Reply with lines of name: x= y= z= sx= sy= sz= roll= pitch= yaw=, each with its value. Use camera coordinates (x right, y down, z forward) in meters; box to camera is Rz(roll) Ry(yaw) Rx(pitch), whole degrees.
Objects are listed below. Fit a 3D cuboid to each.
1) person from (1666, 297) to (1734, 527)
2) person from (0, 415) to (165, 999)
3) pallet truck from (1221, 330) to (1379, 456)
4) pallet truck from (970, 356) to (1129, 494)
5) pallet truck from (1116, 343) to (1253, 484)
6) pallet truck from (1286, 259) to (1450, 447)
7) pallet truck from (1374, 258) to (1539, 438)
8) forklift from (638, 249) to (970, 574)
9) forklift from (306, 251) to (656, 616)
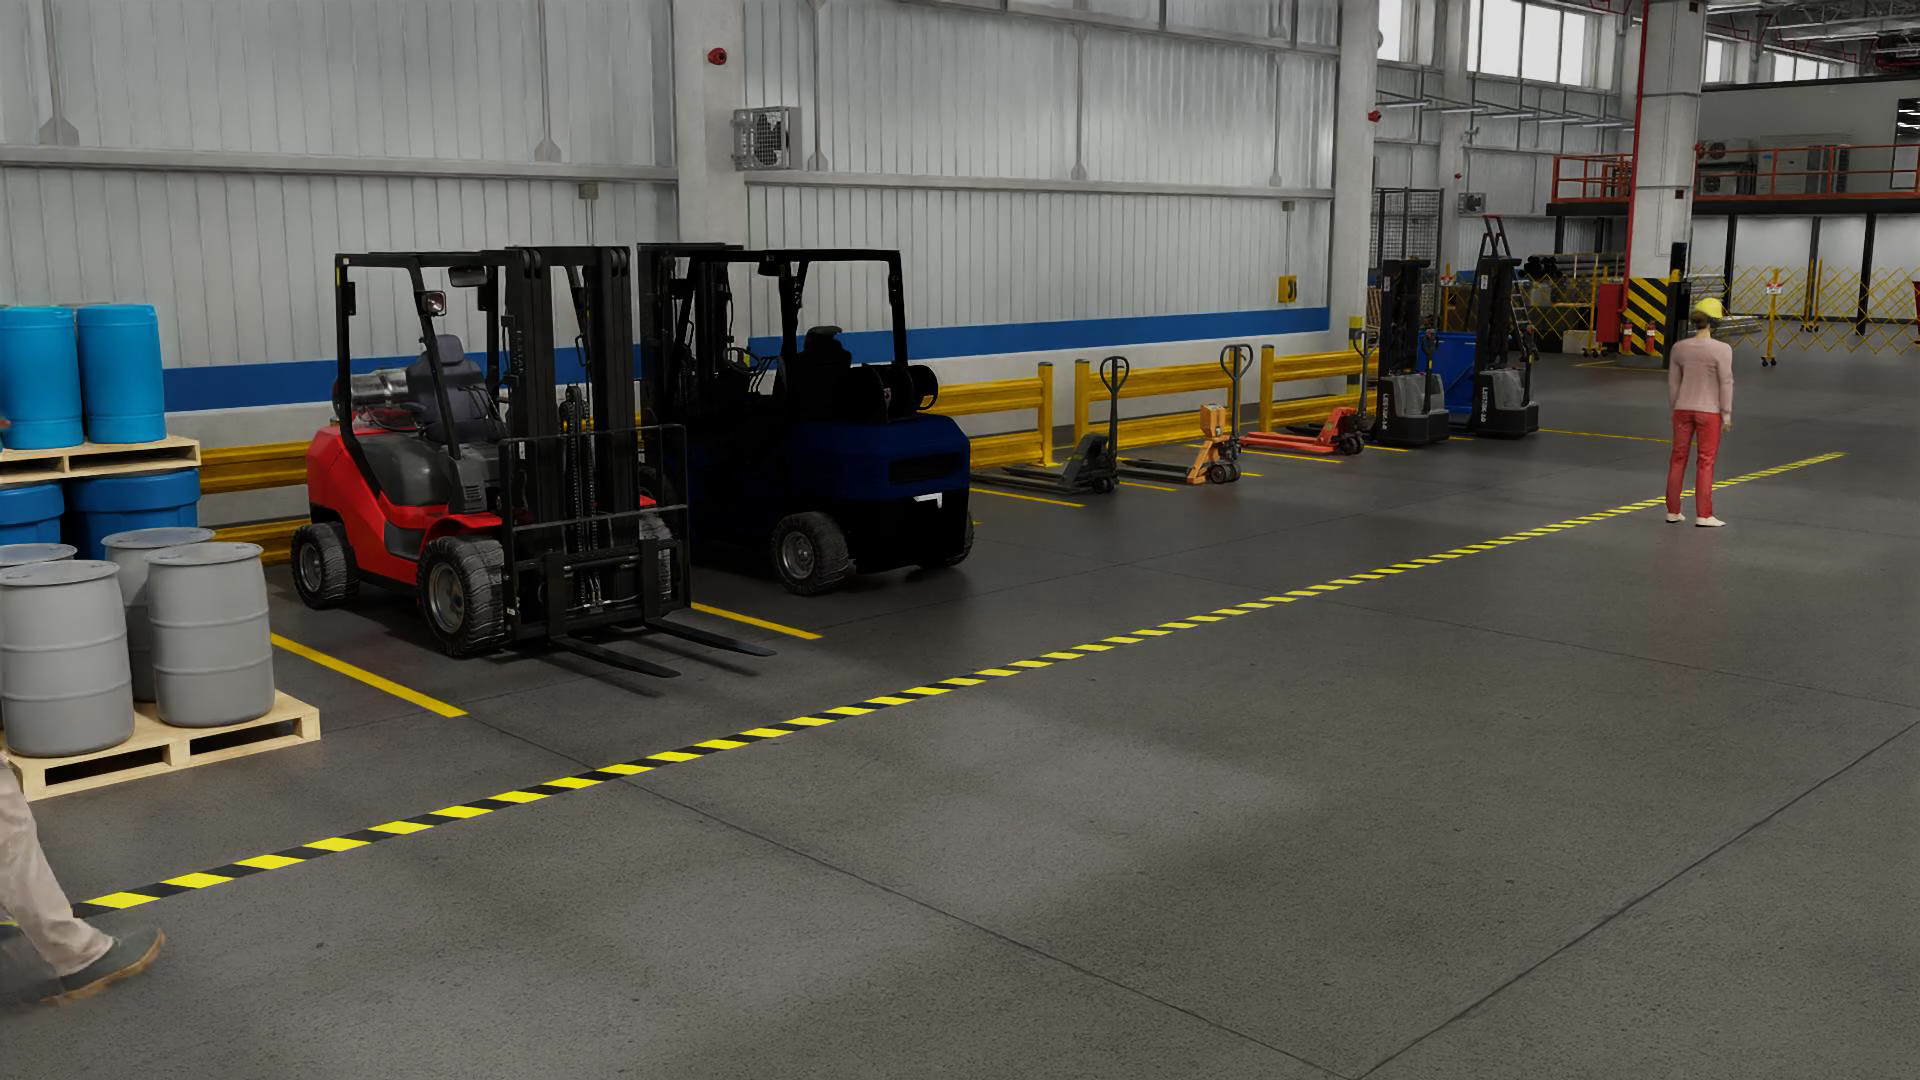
person: x=5.713 y=-0.982 z=12.846 sx=0.307 sy=1.770 sz=0.525 roll=-7 pitch=13 yaw=-34
person: x=-2.833 y=0.459 z=4.563 sx=0.679 sy=1.929 sz=1.051 roll=6 pitch=12 yaw=28
pallet truck: x=3.563 y=-1.581 z=17.381 sx=0.653 sy=1.274 sz=1.630 roll=-10 pitch=14 yaw=-44
pallet truck: x=0.784 y=-1.085 z=14.876 sx=0.680 sy=1.201 sz=1.601 roll=-10 pitch=14 yaw=-44
pallet truck: x=1.962 y=-1.215 z=15.415 sx=1.522 sy=1.261 sz=0.704 roll=10 pitch=14 yaw=43
pallet truck: x=4.493 y=-2.078 z=18.196 sx=0.823 sy=1.965 sz=1.885 roll=-9 pitch=14 yaw=-40
pallet truck: x=5.704 y=-2.208 z=18.901 sx=1.885 sy=1.965 sz=0.823 roll=10 pitch=14 yaw=43
forklift: x=-1.173 y=-0.958 z=11.239 sx=2.680 sy=1.987 sz=1.157 roll=10 pitch=14 yaw=43
forklift: x=-2.833 y=-0.669 z=9.694 sx=1.157 sy=1.987 sz=2.680 roll=-10 pitch=14 yaw=-44
